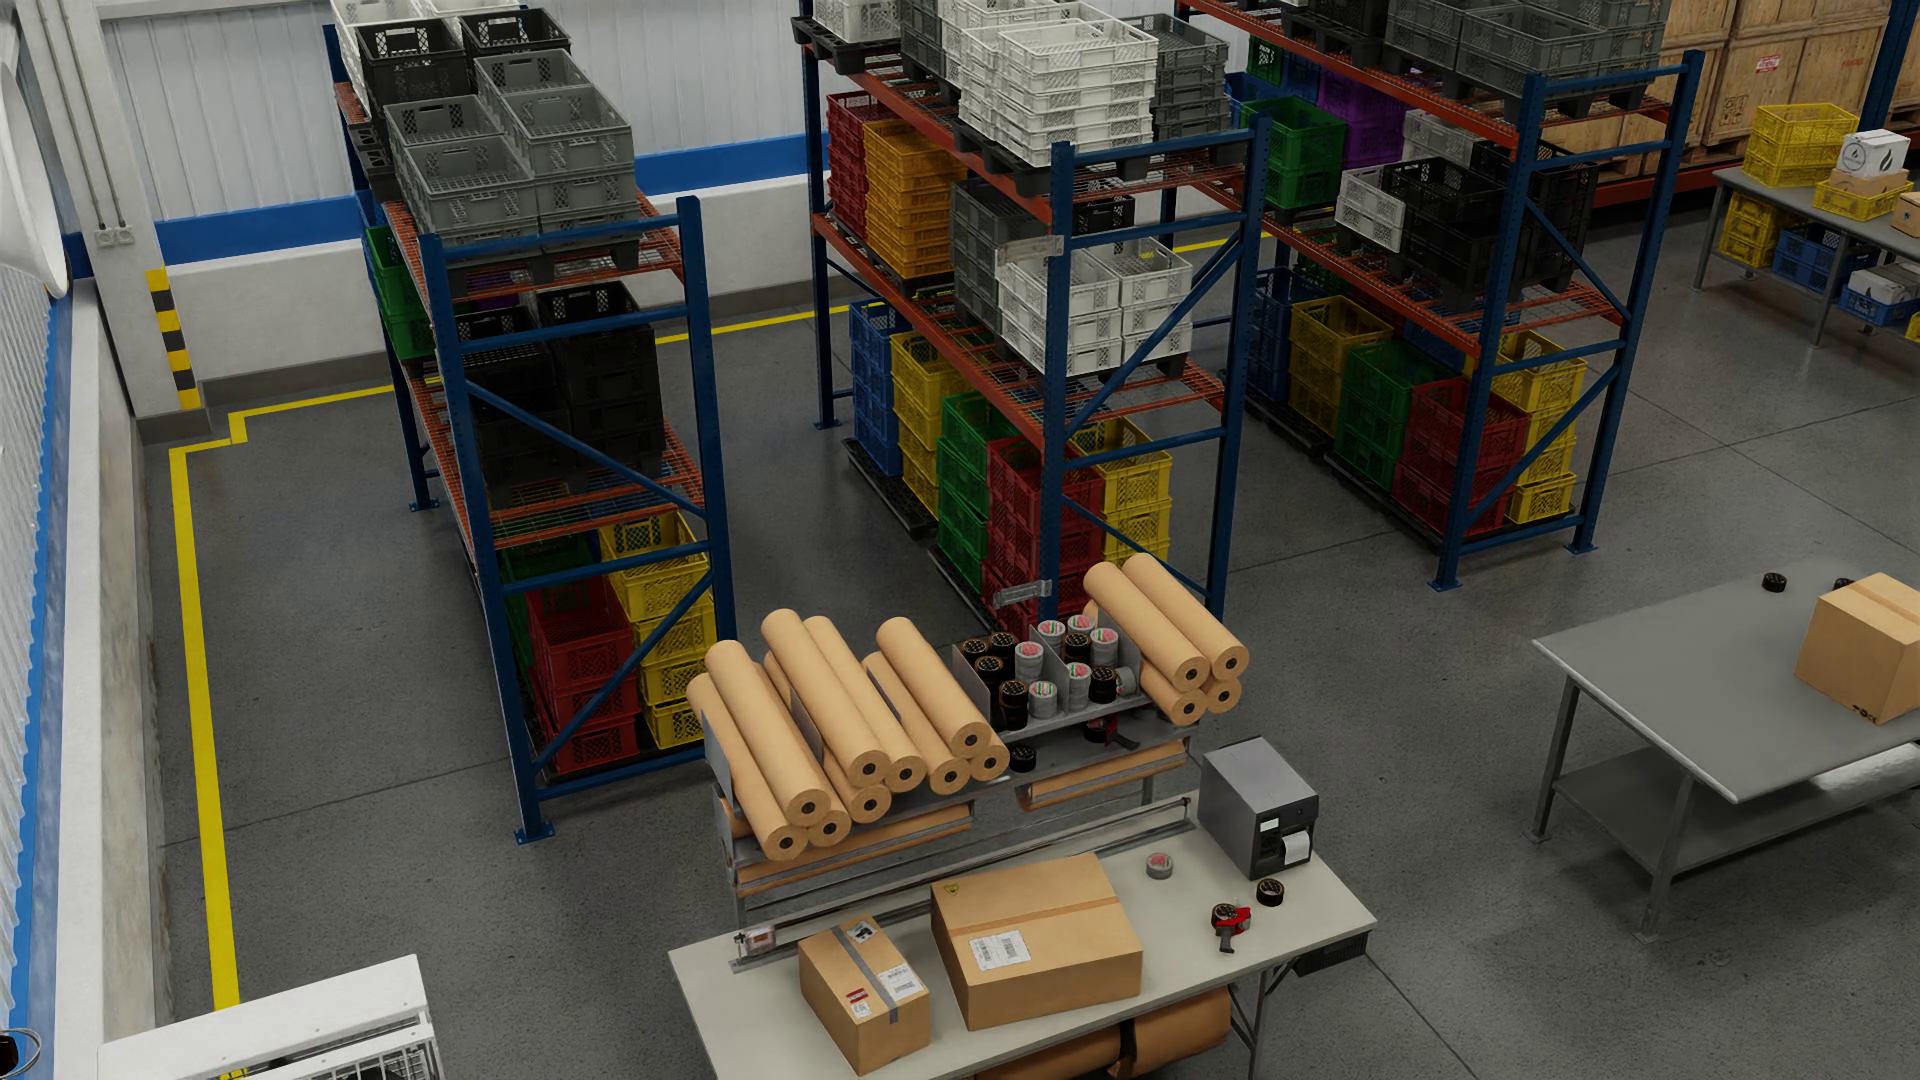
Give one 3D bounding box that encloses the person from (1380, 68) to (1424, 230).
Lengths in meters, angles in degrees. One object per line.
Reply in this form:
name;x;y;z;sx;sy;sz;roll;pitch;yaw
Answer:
person;3.603;-3.387;13.866;0.360;1.938;0.635;-14;34;-22
